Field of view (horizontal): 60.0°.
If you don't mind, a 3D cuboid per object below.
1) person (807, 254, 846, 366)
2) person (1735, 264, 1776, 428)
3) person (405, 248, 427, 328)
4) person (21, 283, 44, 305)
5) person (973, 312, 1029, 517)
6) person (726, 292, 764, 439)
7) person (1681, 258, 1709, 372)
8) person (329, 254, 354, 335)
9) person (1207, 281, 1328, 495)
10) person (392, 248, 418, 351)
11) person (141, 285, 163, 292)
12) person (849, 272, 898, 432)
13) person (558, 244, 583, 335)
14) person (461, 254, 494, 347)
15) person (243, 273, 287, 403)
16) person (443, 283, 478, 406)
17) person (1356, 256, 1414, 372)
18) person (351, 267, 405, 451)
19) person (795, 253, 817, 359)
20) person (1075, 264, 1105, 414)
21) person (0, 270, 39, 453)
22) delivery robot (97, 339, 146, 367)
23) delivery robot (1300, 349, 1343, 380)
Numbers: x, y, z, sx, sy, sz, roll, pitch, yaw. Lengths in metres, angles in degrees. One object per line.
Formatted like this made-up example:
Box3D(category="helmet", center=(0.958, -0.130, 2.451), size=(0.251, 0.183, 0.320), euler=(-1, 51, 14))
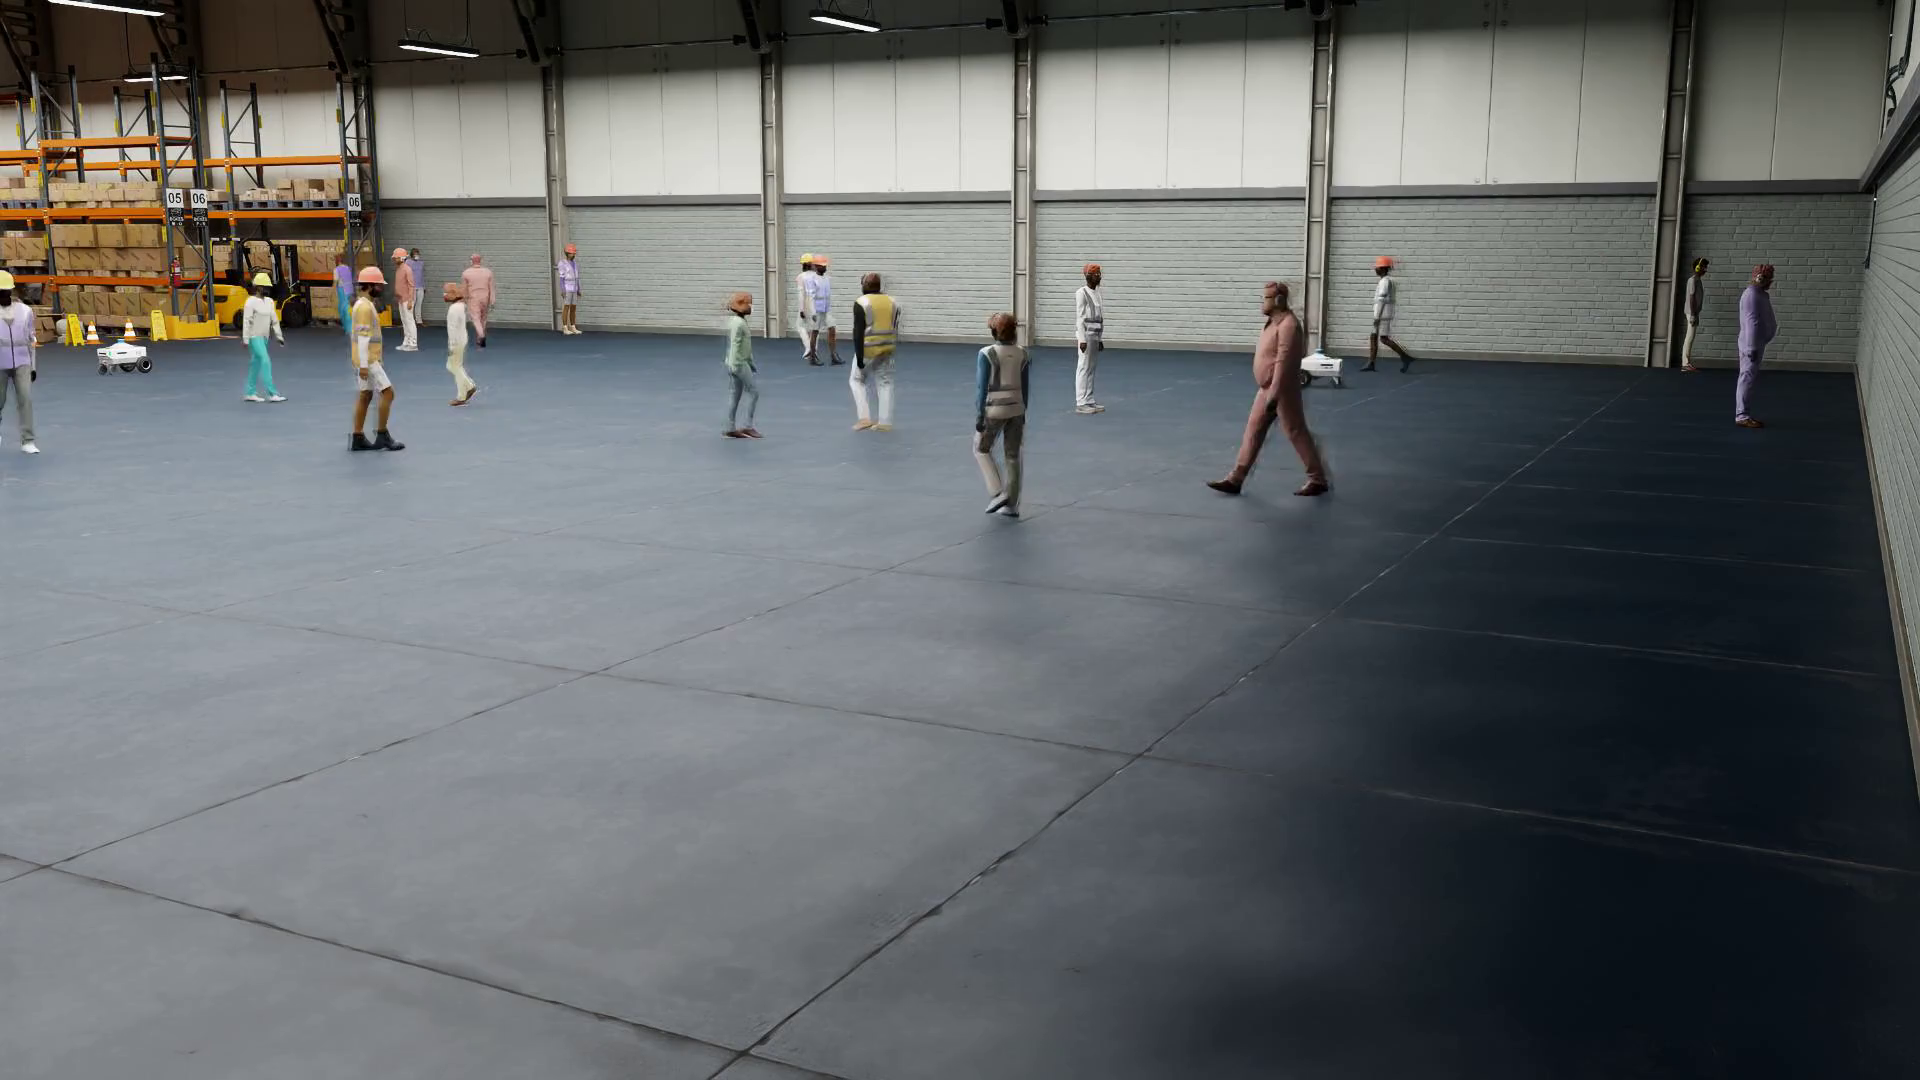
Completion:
Box3D(category="person", center=(-2.305, -3.921, 28.478), size=(0.823, 1.906, 0.582), euler=(9, 14, 40))
Box3D(category="person", center=(9.349, -2.278, 19.543), size=(0.406, 1.904, 0.641), euler=(5, 12, 27))
Box3D(category="person", center=(-13.254, -6.133, 40.480), size=(0.372, 1.936, 0.627), euler=(5, 12, 27))
Box3D(category="person", center=(-23.300, -6.384, 41.795), size=(0.459, 1.948, 0.635), euler=(5, 11, 24))
Box3D(category="person", center=(0.329, -0.993, 13.274), size=(0.546, 1.625, 0.375), euler=(-7, 13, -35))
Box3D(category="person", center=(-2.353, -1.916, 18.344), size=(0.563, 1.613, 0.503), euler=(-1, 10, -6))
Box3D(category="person", center=(12.170, -3.724, 27.539), size=(0.328, 1.865, 0.519), euler=(5, 12, 27))
Box3D(category="person", center=(-13.878, -5.487, 37.272), size=(0.613, 1.824, 0.592), euler=(1, 10, 7))
Box3D(category="person", center=(2.716, -1.293, 14.320), size=(1.043, 1.849, 0.663), euler=(-2, 11, -8))
Box3D(category="person", center=(-10.819, -4.675, 32.362), size=(0.397, 1.992, 0.622), euler=(-8, 13, -37))
Box3D(category="person", center=(-19.026, -5.809, 39.104), size=(0.985, 1.791, 0.645), euler=(5, 11, 25))
Box3D(category="person", center=(-0.997, -2.130, 18.965), size=(0.631, 1.823, 0.503), euler=(-9, 14, -40))
Box3D(category="person", center=(-8.783, -5.652, 37.580), size=(0.388, 2.036, 0.605), euler=(5, 12, 27))
Box3D(category="person", center=(-9.741, -4.840, 33.630), size=(0.645, 1.870, 0.933), euler=(-6, 12, -29))
Box3D(category="person", center=(-9.321, -2.698, 22.319), size=(0.823, 1.724, 0.533), euler=(2, 11, 10))
Box3D(category="person", center=(-6.643, -2.570, 21.885), size=(0.352, 1.619, 0.528), euler=(-1, 10, -6))
Box3D(category="person", center=(6.990, -3.679, 27.162), size=(0.852, 1.915, 0.541), euler=(3, 11, 15))
Box3D(category="person", center=(-6.075, -1.875, 17.313), size=(0.689, 1.909, 0.572), euler=(-4, 11, -19))
Box3D(category="person", center=(-2.765, -4.246, 30.242), size=(0.598, 1.908, 0.421), euler=(-10, 14, -44))
Box3D(category="person", center=(1.654, -2.550, 21.082), size=(0.355, 1.883, 0.574), euler=(5, 12, 27))
Box3D(category="person", center=(-9.930, -1.856, 17.287), size=(0.887, 1.896, 0.595), euler=(10, 14, 43))
Box3D(category="delivery robot", center=(-13.607, -3.018, 27.002), size=(0.477, 0.478, 0.707), euler=(5, 12, 27))
Box3D(category="delivery robot", center=(5.286, -2.571, 24.562), size=(0.707, 0.478, 0.477), euler=(2, 11, 10))
